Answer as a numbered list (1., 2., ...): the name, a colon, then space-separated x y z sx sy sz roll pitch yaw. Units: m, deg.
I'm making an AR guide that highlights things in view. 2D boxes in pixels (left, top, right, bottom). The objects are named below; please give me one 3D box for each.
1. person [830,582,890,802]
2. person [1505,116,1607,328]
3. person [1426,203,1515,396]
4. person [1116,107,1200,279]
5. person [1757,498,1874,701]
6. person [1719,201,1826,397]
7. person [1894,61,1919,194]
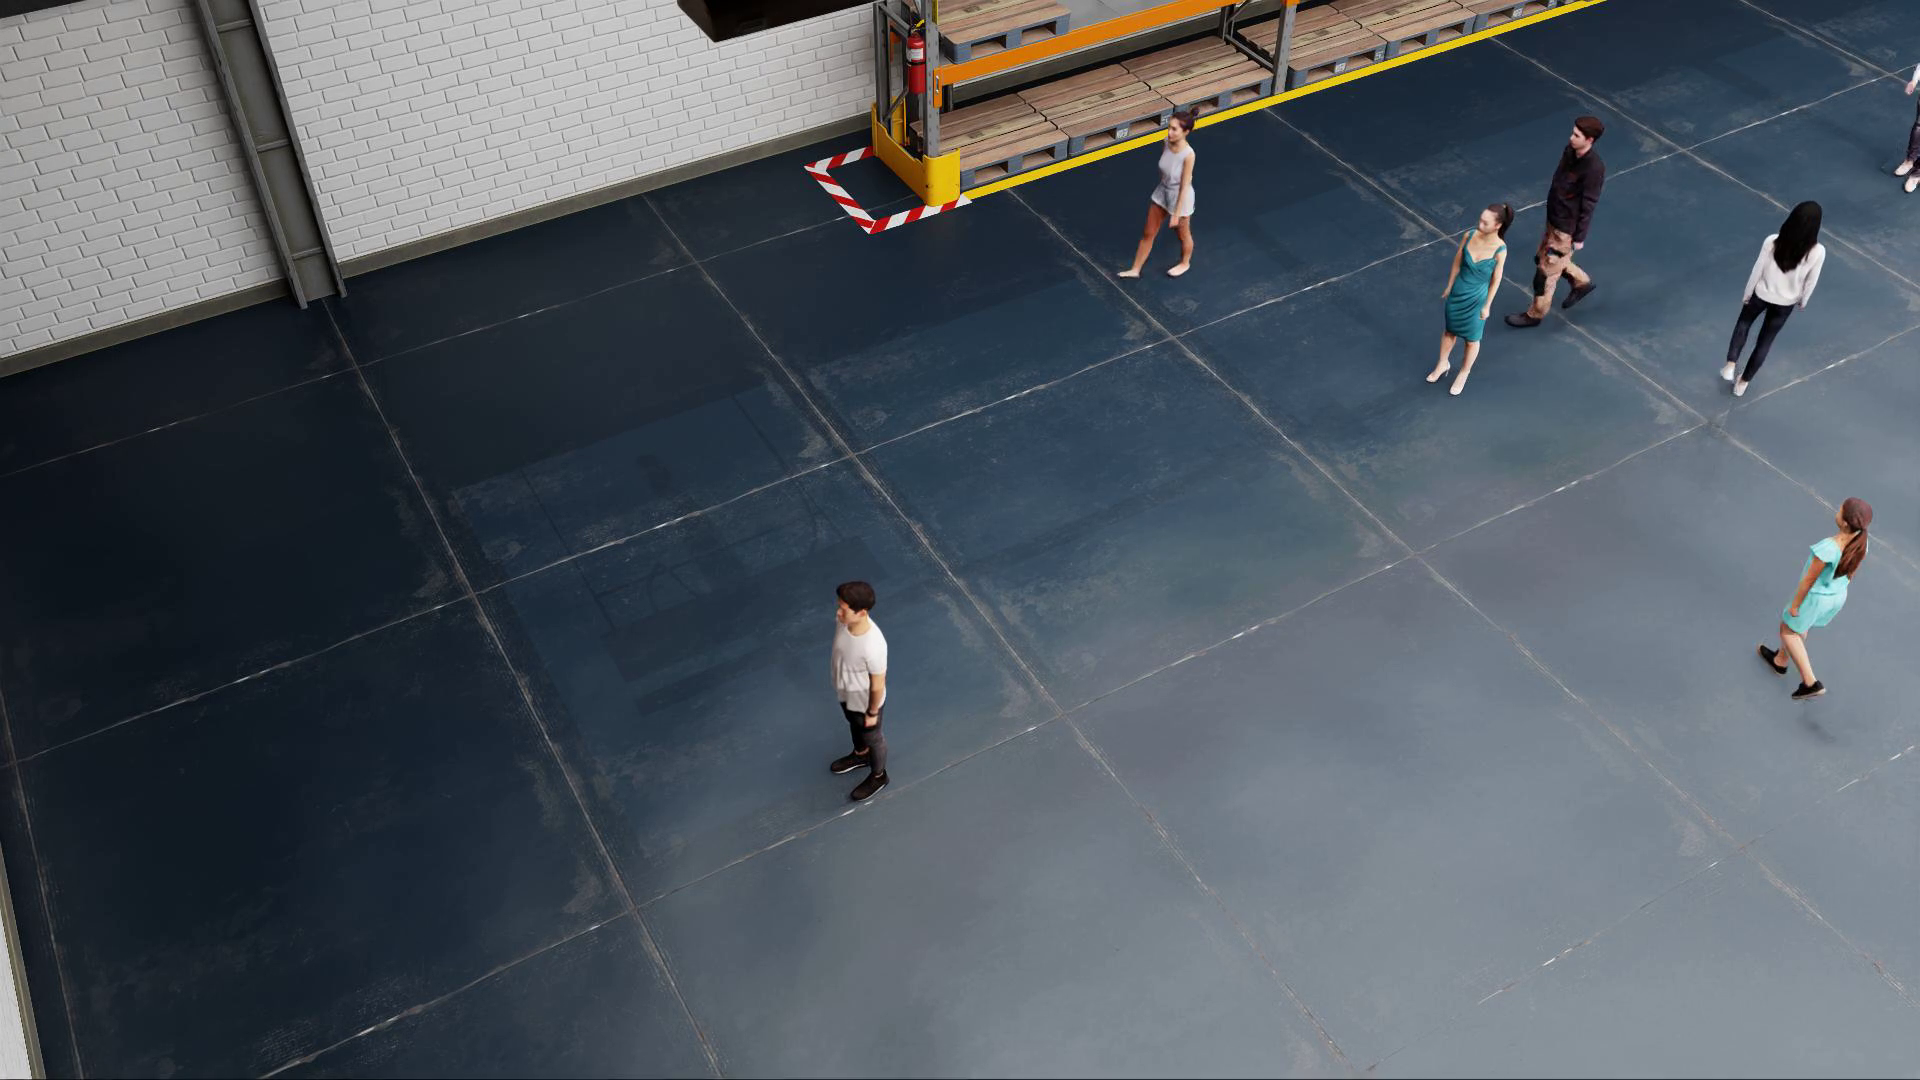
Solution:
1. person: -0.591 0.871 9.906 0.523 1.722 0.619 -23 48 -22
2. person: 4.939 -2.531 13.343 1.120 1.907 0.950 -8 44 -8
3. person: 3.930 -1.862 12.798 0.545 1.691 0.594 -33 53 -30
4. person: 1.867 -2.891 13.952 0.913 1.587 0.598 -22 48 -22
5. person: 5.485 0.399 10.529 0.852 1.546 0.735 -11 45 -11
6. person: 6.222 -1.805 12.739 0.726 1.687 0.759 21 47 20
7. person: 8.959 -4.114 15.078 0.852 1.806 0.953 34 53 30
